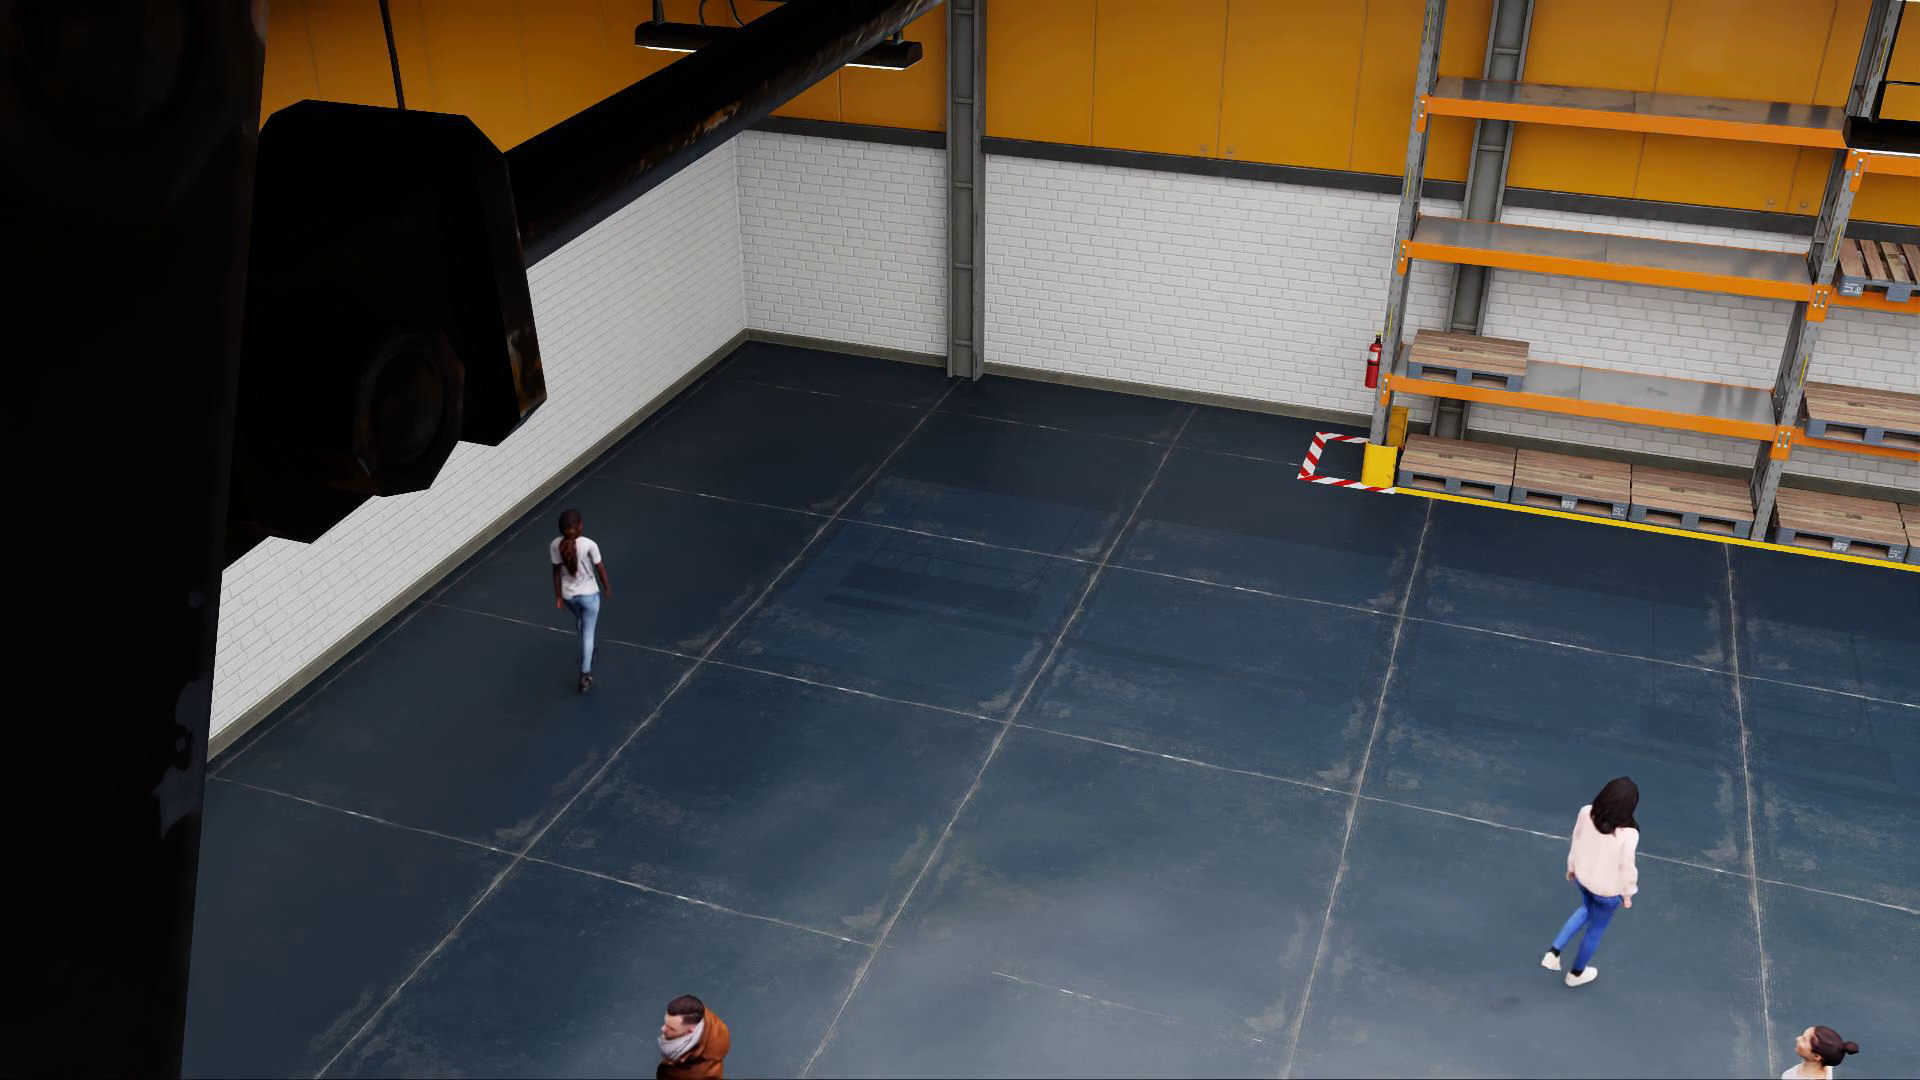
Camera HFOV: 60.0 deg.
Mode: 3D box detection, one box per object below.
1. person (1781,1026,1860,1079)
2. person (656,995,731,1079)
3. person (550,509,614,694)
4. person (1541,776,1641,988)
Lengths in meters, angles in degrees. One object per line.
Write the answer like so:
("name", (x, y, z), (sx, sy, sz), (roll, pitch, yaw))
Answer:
("person", (4.768, 3.394, 9.531), (0.618, 1.604, 0.611), (17, 33, 28))
("person", (-1.410, 3.293, 9.513), (1.250, 1.798, 1.065), (-4, 29, -7))
("person", (-3.359, 0.553, 14.647), (0.949, 1.693, 0.769), (5, 29, 9))
("person", (4.263, 2.362, 11.265), (0.884, 1.756, 0.825), (-12, 31, -21))
